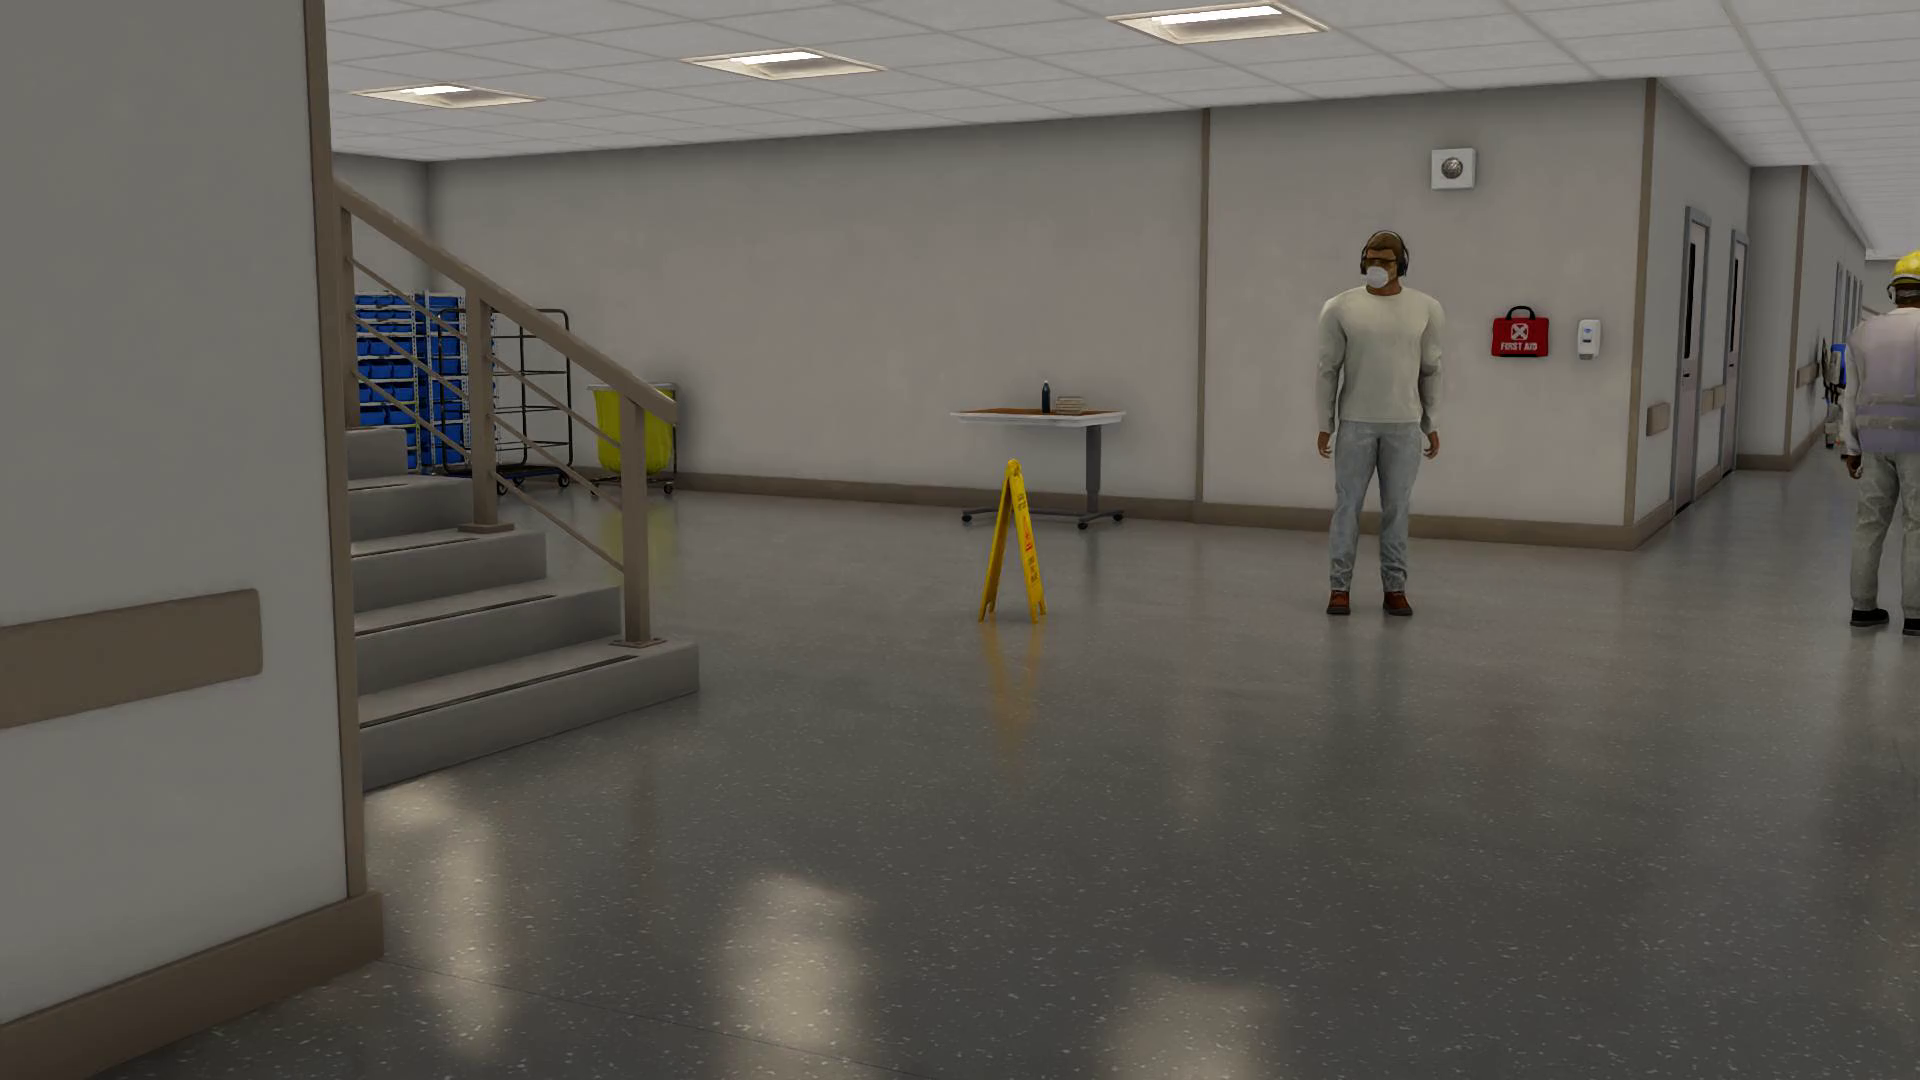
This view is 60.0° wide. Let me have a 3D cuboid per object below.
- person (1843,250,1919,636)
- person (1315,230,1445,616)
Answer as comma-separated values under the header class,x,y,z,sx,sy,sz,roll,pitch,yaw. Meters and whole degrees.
class,x,y,z,sx,sy,sz,roll,pitch,yaw
person,4.511,-0.458,7.930,0.403,1.824,0.590,-4,9,-31
person,2.111,-0.578,8.400,0.635,1.935,0.349,1,7,5
